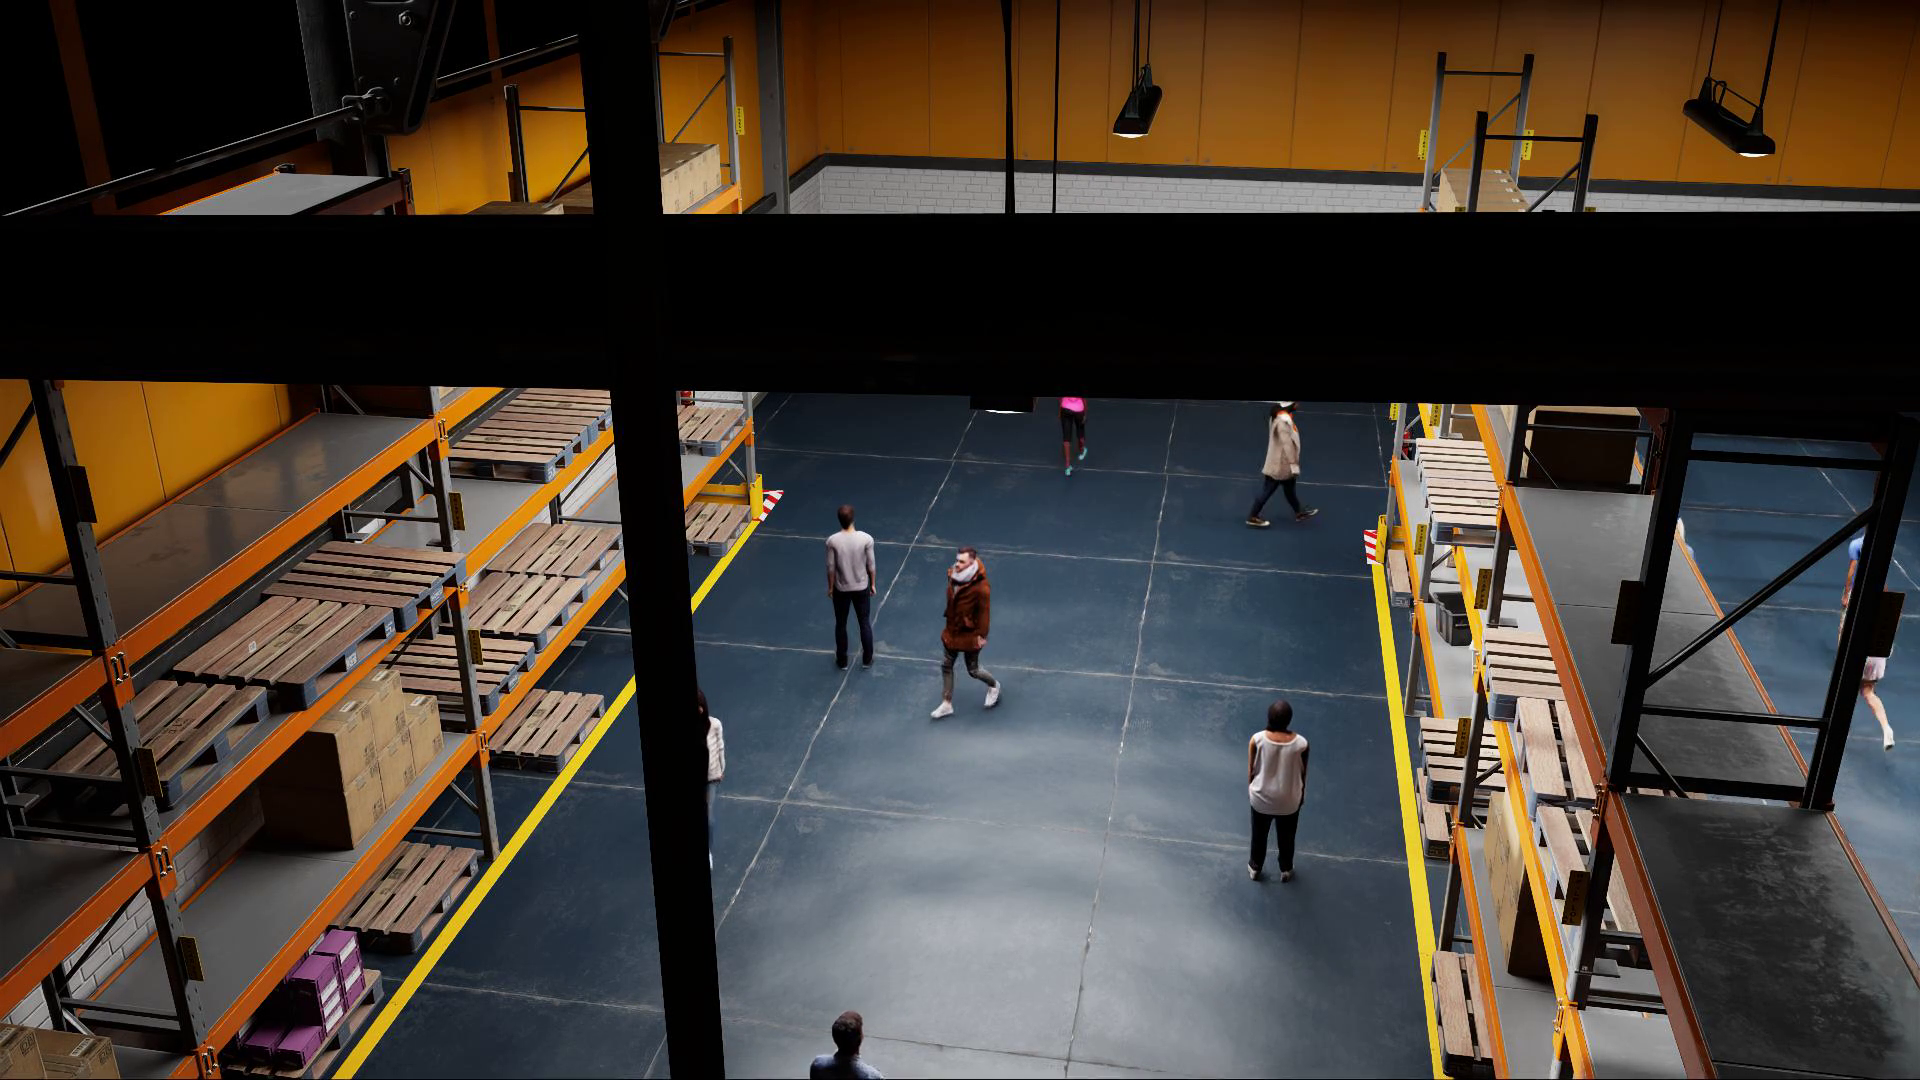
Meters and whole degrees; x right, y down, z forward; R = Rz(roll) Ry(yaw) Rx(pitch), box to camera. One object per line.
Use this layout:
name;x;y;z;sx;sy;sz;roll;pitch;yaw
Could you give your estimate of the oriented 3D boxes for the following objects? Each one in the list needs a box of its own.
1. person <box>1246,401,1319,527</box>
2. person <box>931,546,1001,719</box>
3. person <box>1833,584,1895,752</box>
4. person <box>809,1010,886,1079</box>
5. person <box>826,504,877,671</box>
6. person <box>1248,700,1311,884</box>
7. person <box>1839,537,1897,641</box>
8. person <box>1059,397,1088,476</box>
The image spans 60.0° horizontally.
person;3.929;-1.020;20.964;0.739;1.846;1.054;4;24;8
person;0.096;0.899;16.610;1.047;1.818;1.171;21;31;40
person;8.745;1.227;15.962;0.880;1.735;1.133;-7;24;-15
person;-0.684;3.716;10.170;0.849;1.814;0.980;12;26;26
person;-1.147;0.492;17.511;0.711;1.842;0.626;-3;24;-6
person;2.658;2.103;14.019;0.654;1.687;0.609;5;24;12
person;9.405;0.534;17.404;0.692;1.850;0.824;1;24;2
person;1.519;-1.709;22.738;0.637;1.688;1.041;6;24;13
